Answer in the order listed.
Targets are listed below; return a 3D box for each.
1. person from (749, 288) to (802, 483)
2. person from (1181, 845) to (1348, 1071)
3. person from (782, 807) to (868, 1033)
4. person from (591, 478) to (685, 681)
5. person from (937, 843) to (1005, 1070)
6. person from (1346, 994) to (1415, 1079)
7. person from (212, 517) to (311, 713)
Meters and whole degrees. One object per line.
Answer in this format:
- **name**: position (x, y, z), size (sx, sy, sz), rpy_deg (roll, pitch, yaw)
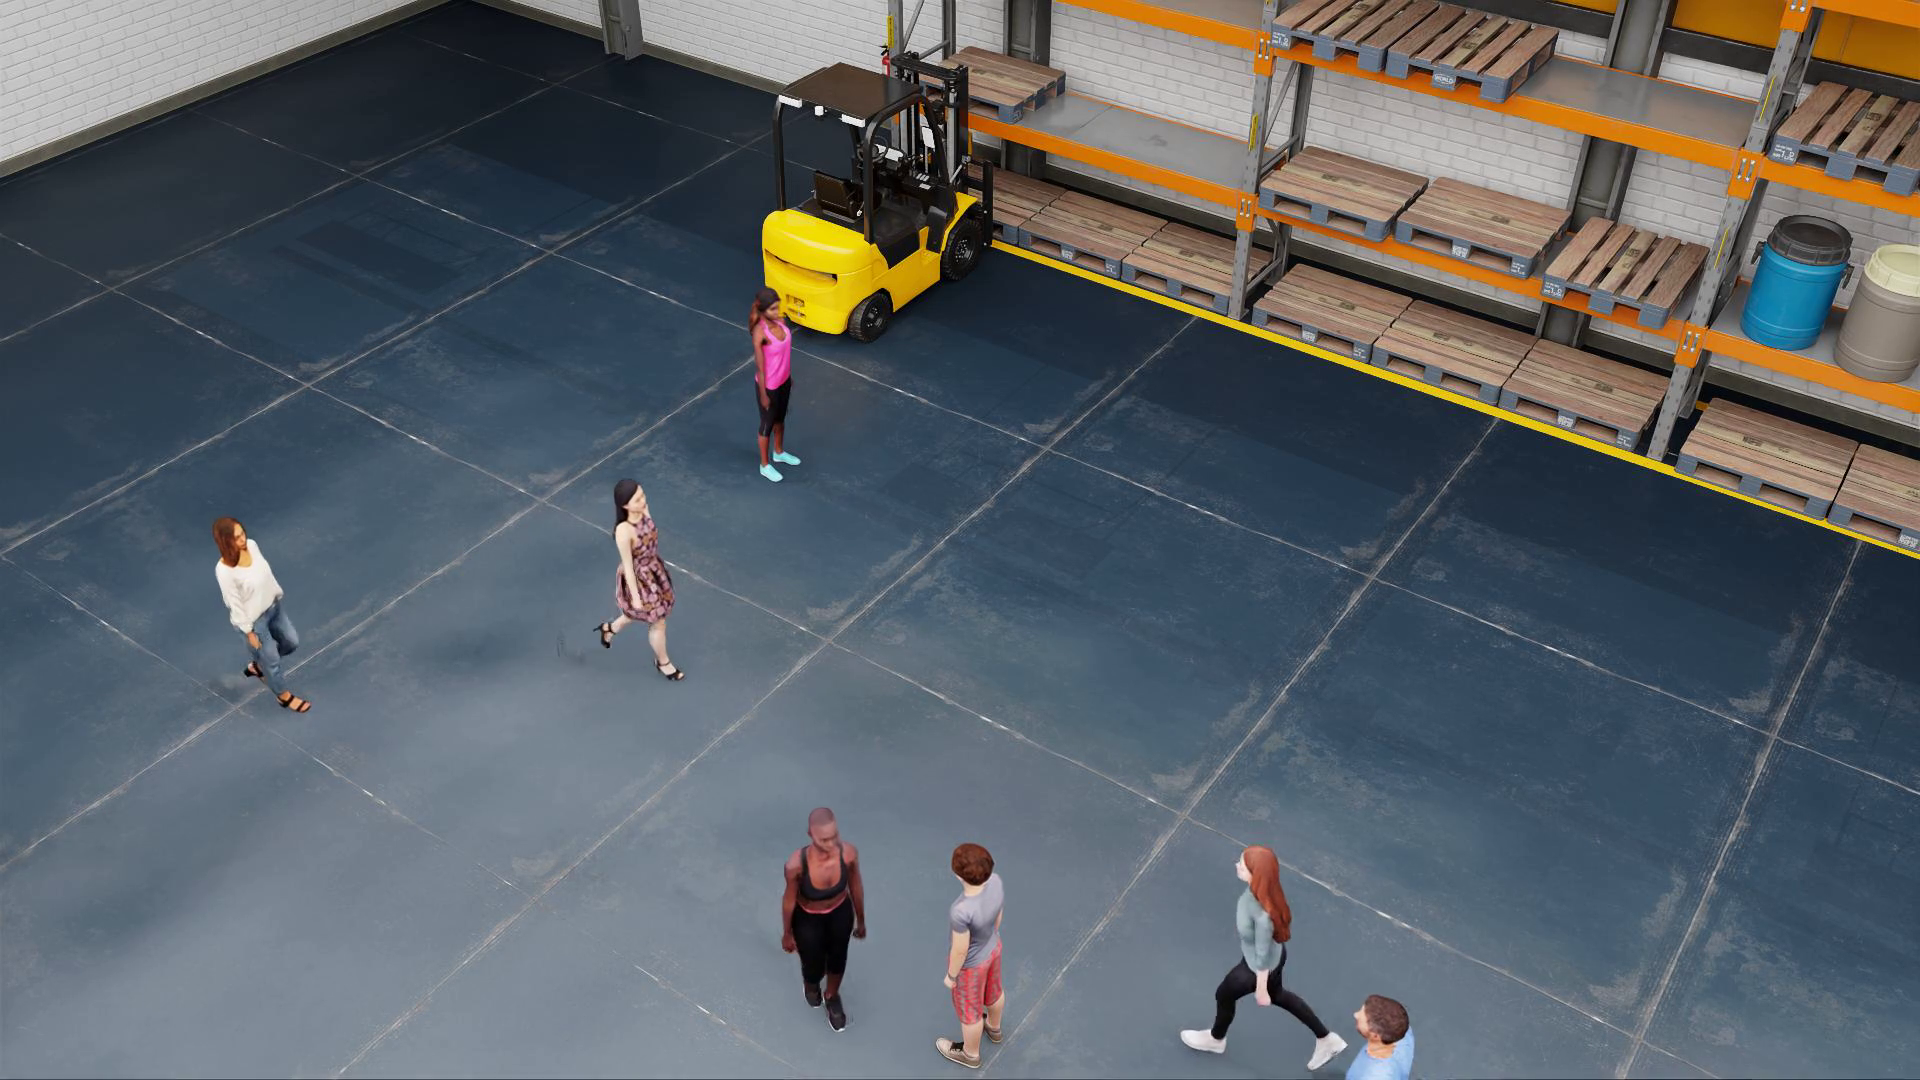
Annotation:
- **person**: position (-1.519, -1.288, 13.495), size (0.549, 1.724, 0.569), rpy_deg (21, 43, 24)
- **person**: position (1.704, 2.311, 9.005), size (1.219, 1.703, 0.894), rpy_deg (8, 39, 10)
- **person**: position (-0.791, 2.047, 9.295), size (0.783, 1.755, 0.833), rpy_deg (-15, 41, -18)
- **person**: position (-2.255, 0.286, 11.497), size (1.000, 1.758, 0.837), rpy_deg (7, 39, 9)
- **person**: position (0.085, 2.271, 9.098), size (0.523, 1.650, 0.602), rpy_deg (27, 46, 29)
- **person**: position (2.091, 2.909, 8.141), size (0.694, 1.847, 0.661), rpy_deg (26, 46, 29)
- **person**: position (-4.830, 0.515, 11.281), size (0.807, 1.670, 0.743), rpy_deg (8, 39, 10)
